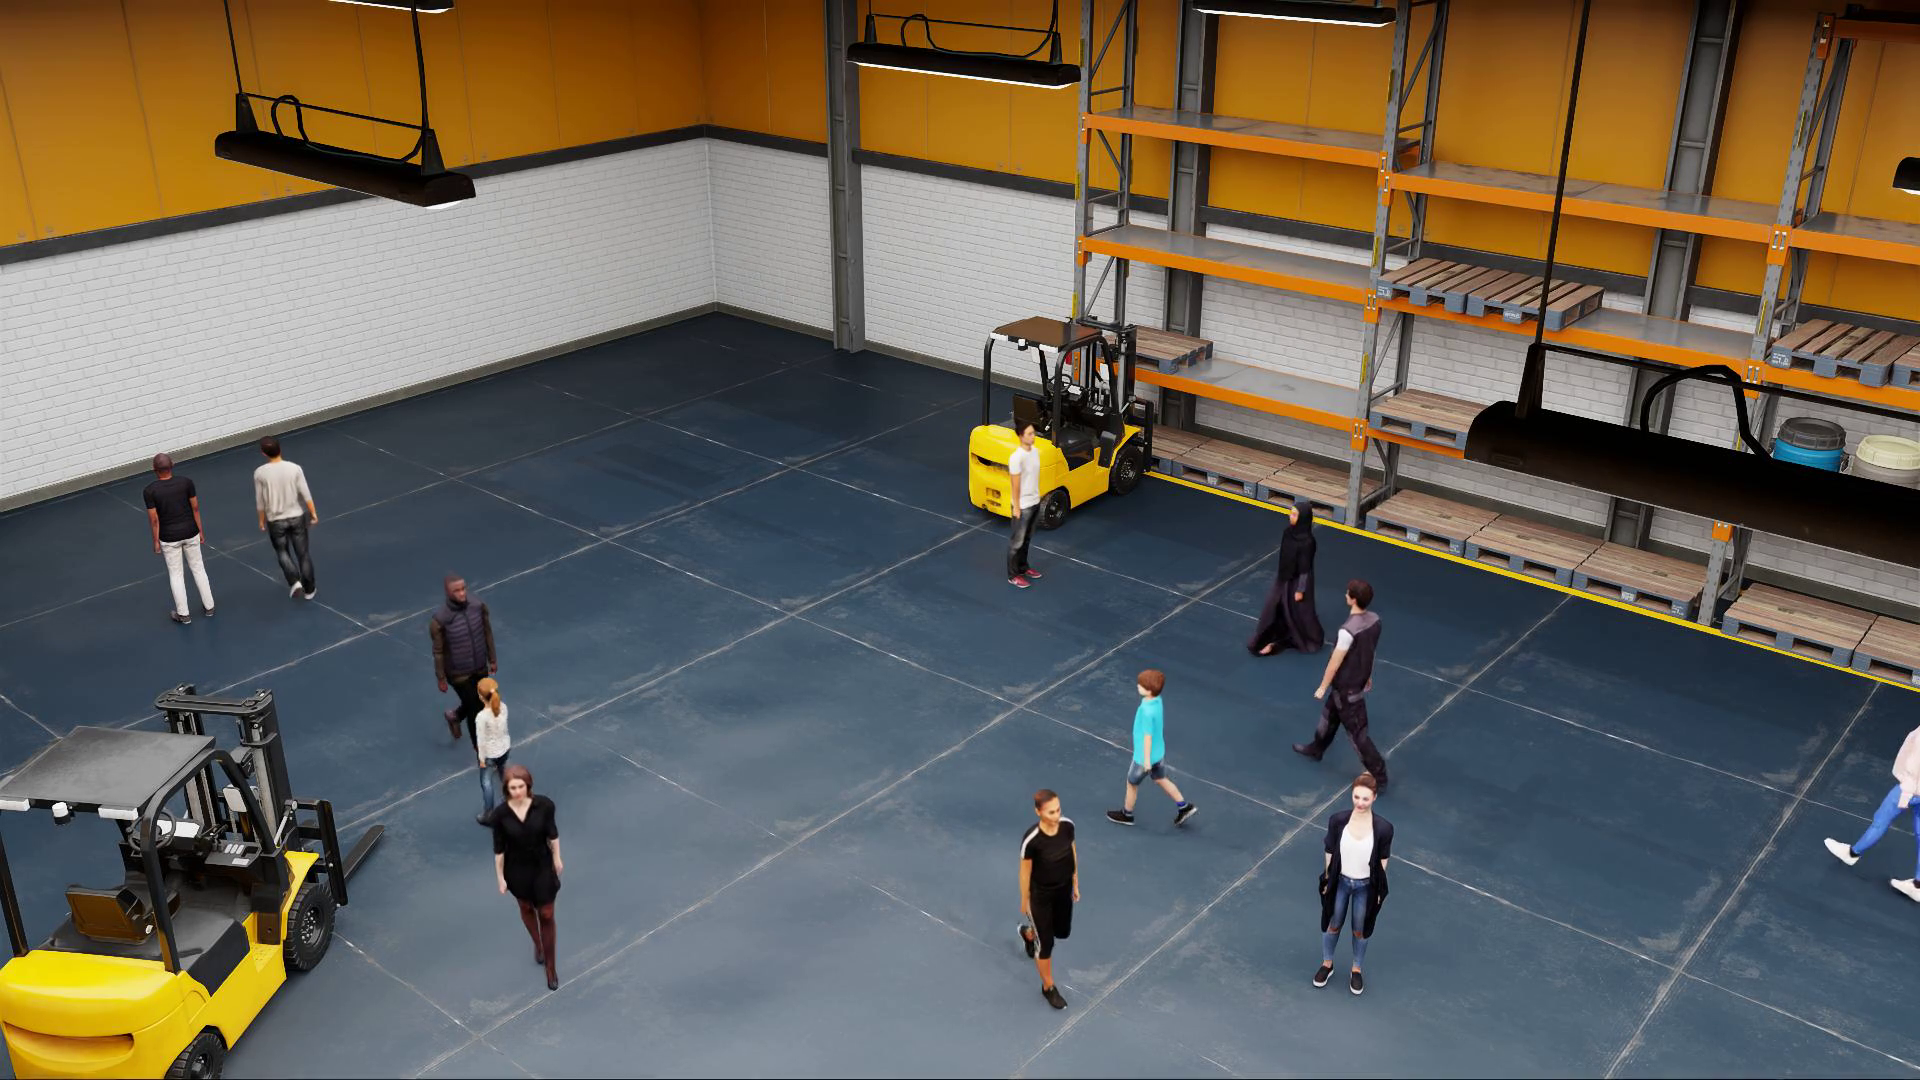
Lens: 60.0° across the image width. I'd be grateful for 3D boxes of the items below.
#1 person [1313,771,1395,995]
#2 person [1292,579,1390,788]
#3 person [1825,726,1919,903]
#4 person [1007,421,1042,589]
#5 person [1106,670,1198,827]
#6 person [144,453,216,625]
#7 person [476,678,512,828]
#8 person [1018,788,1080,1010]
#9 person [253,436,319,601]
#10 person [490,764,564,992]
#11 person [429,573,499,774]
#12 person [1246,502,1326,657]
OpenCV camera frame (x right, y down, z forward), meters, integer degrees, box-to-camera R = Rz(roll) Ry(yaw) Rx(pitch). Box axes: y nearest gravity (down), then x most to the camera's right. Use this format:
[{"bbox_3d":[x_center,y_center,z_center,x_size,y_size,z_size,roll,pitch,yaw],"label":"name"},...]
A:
[{"bbox_3d":[2.719,2.359,11.490,0.615,1.683,0.759,8,25,19],"label":"person"},{"bbox_3d":[3.340,1.242,13.895,1.155,1.804,0.654,19,30,36],"label":"person"},{"bbox_3d":[7.240,1.918,12.425,0.910,1.742,1.119,-12,26,-25],"label":"person"},{"bbox_3d":[0.675,-0.405,17.661,0.596,1.804,0.683,13,27,27],"label":"person"},{"bbox_3d":[1.586,1.686,13.345,0.996,1.430,0.692,10,25,21],"label":"person"},{"bbox_3d":[-7.895,-0.031,16.805,0.675,1.805,0.627,-21,31,-39],"label":"person"},{"bbox_3d":[-3.701,1.713,13.432,0.548,1.311,0.481,15,28,31],"label":"person"},{"bbox_3d":[0.569,2.389,11.453,0.767,1.658,0.967,-14,27,-29],"label":"person"},{"bbox_3d":[-6.964,-0.183,17.160,0.870,1.799,0.887,-9,25,-19],"label":"person"},{"bbox_3d":[-3.032,2.273,11.681,0.836,1.687,0.934,-7,24,-15],"label":"person"},{"bbox_3d":[-4.250,1.095,14.215,0.990,1.816,0.684,19,30,36],"label":"person"},{"bbox_3d":[3.313,0.383,16.110,0.984,1.603,1.122,-10,26,-22],"label":"person"}]
